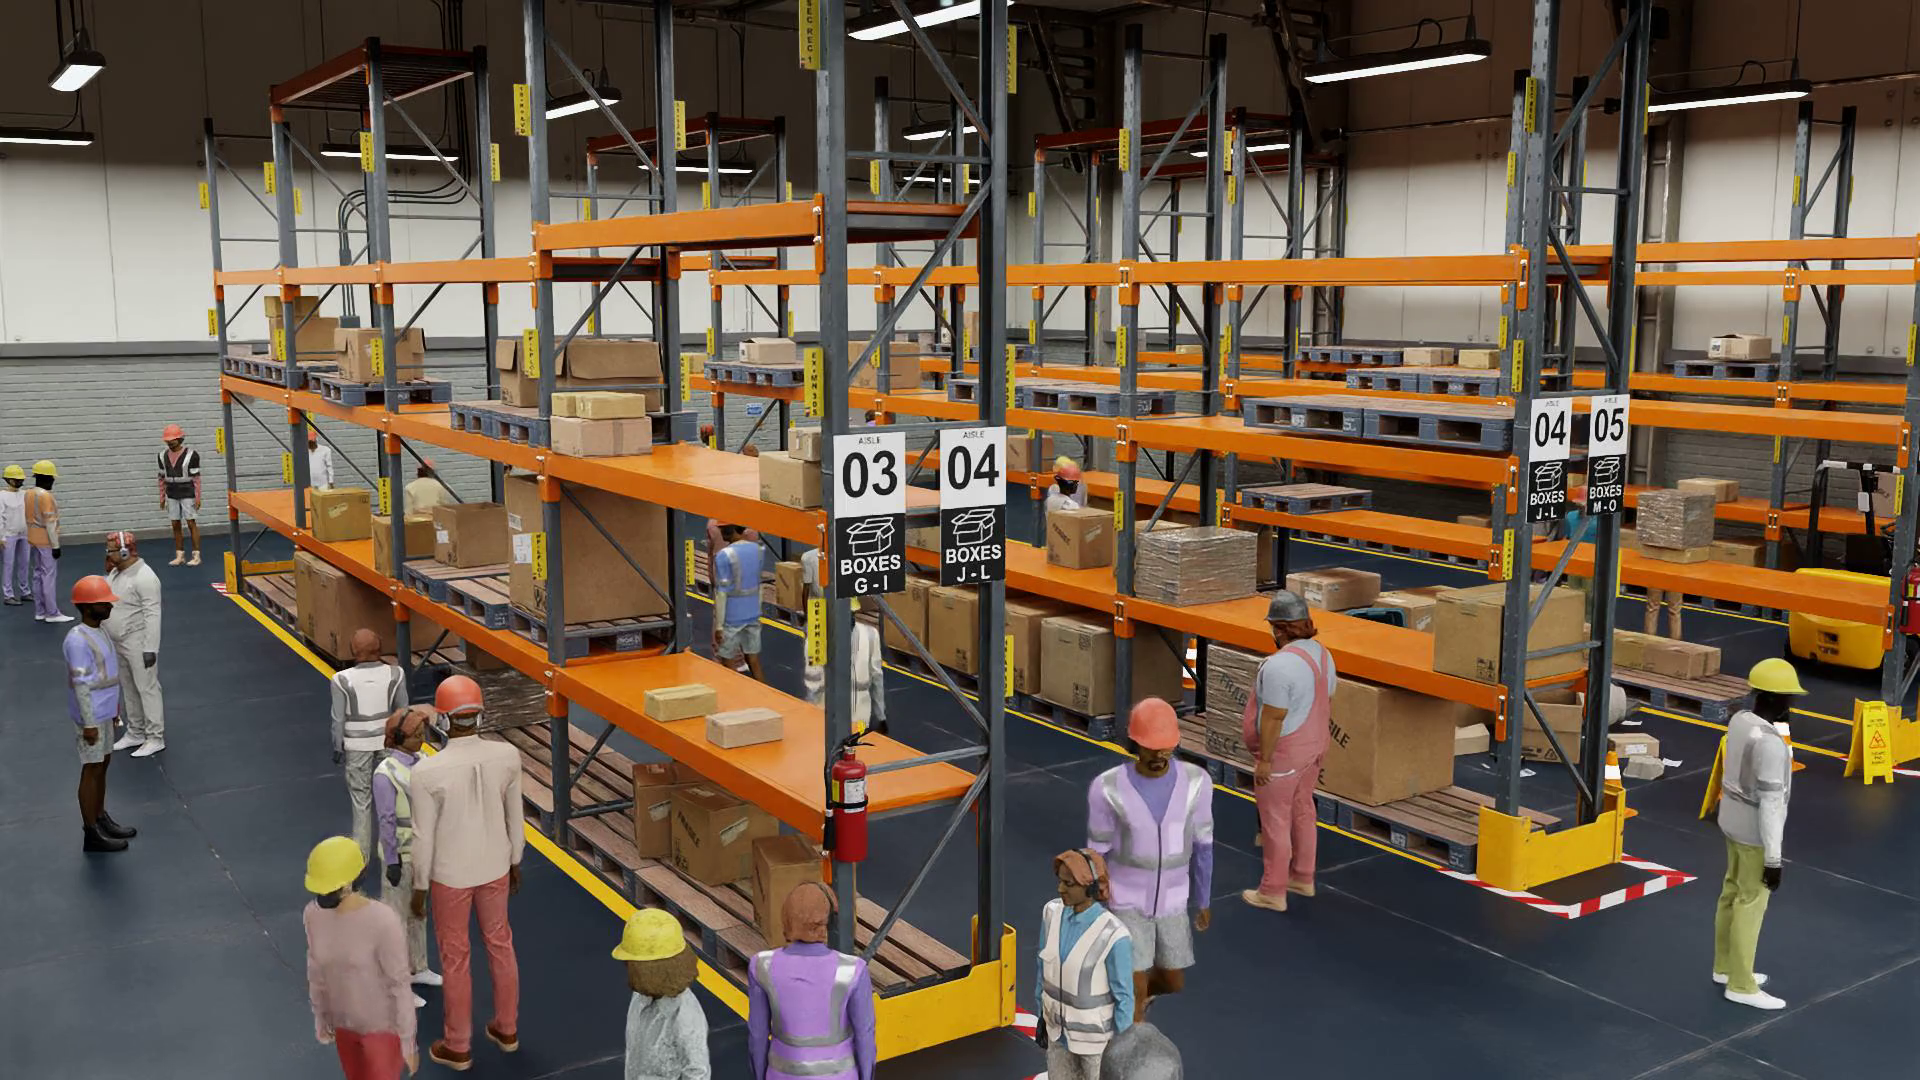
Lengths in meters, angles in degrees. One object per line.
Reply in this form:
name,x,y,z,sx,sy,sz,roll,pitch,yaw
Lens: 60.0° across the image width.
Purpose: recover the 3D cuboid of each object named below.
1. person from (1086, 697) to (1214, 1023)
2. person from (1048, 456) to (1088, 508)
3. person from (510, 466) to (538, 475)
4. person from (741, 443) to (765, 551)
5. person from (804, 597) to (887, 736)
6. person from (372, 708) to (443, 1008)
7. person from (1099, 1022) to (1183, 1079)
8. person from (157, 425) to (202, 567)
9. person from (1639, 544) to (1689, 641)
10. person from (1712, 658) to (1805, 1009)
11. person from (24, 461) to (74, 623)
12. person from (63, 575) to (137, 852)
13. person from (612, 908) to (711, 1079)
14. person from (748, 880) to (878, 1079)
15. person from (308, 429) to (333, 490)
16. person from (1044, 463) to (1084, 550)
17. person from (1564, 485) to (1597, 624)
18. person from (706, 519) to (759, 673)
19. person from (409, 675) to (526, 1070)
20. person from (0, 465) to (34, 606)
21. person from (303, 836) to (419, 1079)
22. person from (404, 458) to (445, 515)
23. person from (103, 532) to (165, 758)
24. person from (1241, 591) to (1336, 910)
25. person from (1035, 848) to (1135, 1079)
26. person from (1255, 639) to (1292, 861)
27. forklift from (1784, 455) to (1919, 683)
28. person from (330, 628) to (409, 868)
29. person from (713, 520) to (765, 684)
person,0.905,1.703,8.096,0.636,2.015,0.724,-1,9,-10
person,1.382,-0.169,21.239,0.604,1.814,0.638,-4,10,-27
person,-6.275,-0.583,23.896,0.603,1.842,0.425,4,9,23
person,-3.128,-0.643,25.042,0.306,1.624,0.500,-3,9,-18
person,-0.845,1.210,11.767,0.597,1.903,0.729,-6,10,-34
person,-3.041,1.731,9.173,0.309,1.638,0.513,1,9,8
person,0.455,2.248,4.395,0.688,2.000,0.536,-1,9,-4
person,-11.060,-0.620,23.552,0.612,2.030,0.410,1,9,5
person,7.546,0.384,17.763,0.573,1.746,0.346,5,10,31
person,4.384,1.592,9.155,0.382,1.924,0.634,1,9,5
person,-10.781,0.022,19.626,0.585,1.917,0.381,7,11,39
person,-6.038,1.206,11.670,0.363,1.939,0.542,-2,9,-13
person,-1.066,2.158,5.989,0.313,1.740,0.486,-6,10,-34
person,-0.573,2.132,6.500,0.511,1.640,0.308,1,9,9
person,-10.319,-0.933,26.591,0.574,1.737,0.354,-3,9,-20
person,1.156,0.175,18.245,0.415,2.036,0.601,-5,10,-29
person,7.068,0.241,18.768,0.455,1.737,0.584,-5,10,-29
person,-2.325,0.408,17.180,0.656,1.894,0.416,6,10,33
person,-2.496,1.665,8.429,0.394,1.992,0.622,8,12,43
person,-11.749,-0.063,20.727,0.338,1.757,0.518,3,9,20
person,-2.480,2.037,6.880,0.610,1.728,0.747,4,9,25
person,-7.109,-0.234,22.020,0.567,1.699,0.901,-6,10,-34
person,-6.986,0.873,14.010,0.640,1.904,0.401,7,11,37
person,2.077,1.310,10.637,0.535,2.000,0.685,7,11,40
person,0.508,2.070,6.910,0.307,1.639,0.525,-7,11,-39
person,2.219,1.367,11.441,0.319,1.688,0.539,-3,9,-17
forklift,9.643,0.253,17.172,2.313,2.155,1.214,-6,10,-33
person,-4.002,1.409,11.317,0.525,1.636,0.307,-6,10,-33
person,-1.994,0.686,14.835,0.415,2.034,0.613,5,10,32
